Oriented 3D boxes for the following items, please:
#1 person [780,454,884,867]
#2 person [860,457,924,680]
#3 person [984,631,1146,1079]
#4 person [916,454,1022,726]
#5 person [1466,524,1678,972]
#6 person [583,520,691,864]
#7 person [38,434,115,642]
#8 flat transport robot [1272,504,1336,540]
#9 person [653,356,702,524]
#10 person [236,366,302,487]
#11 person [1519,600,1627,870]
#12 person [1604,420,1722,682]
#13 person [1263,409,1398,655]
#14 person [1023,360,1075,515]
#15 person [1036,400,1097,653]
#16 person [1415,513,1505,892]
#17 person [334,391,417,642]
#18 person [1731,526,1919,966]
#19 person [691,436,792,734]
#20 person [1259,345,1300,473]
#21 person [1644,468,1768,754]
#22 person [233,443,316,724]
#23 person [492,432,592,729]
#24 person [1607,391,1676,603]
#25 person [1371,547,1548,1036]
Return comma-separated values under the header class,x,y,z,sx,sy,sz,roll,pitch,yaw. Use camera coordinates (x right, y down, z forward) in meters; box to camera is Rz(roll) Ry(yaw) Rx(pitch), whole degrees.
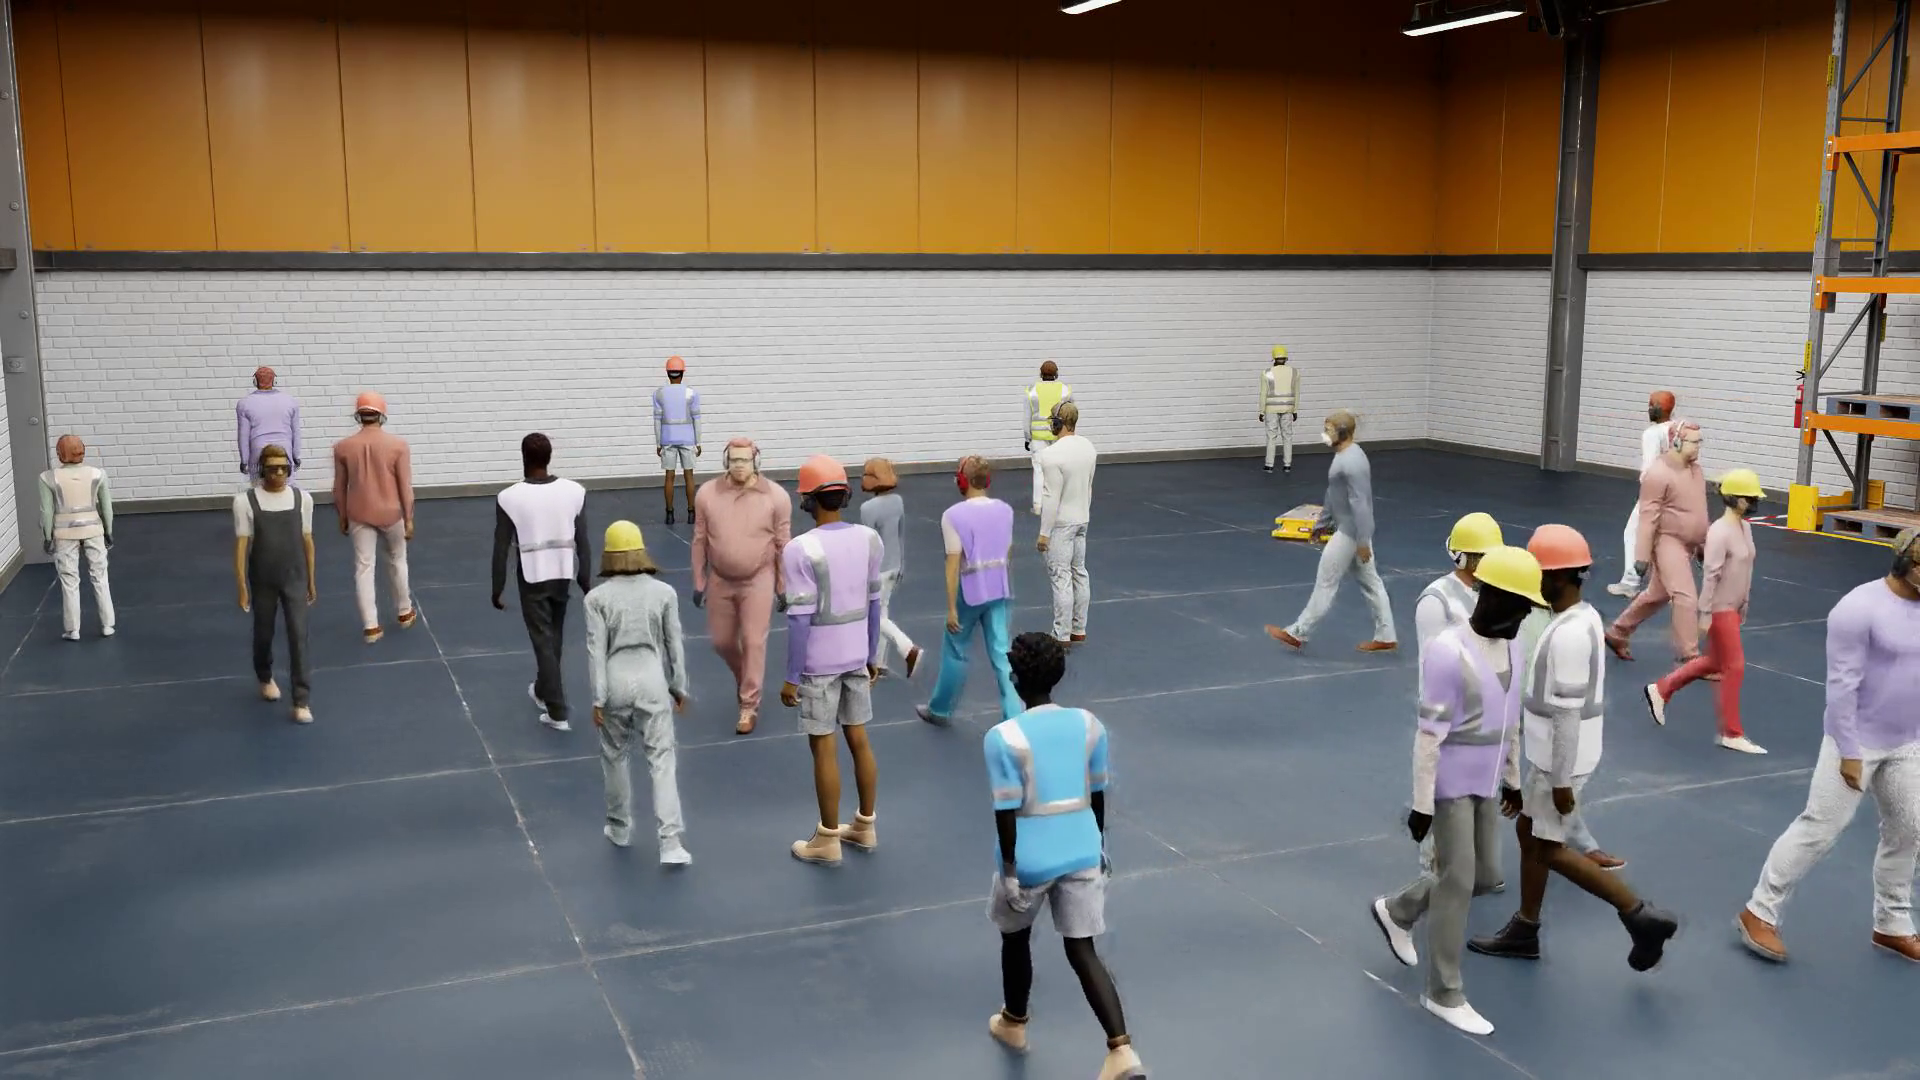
class,x,y,z,sx,sy,sz,roll,pitch,yaw
person,-0.655,0.591,8.259,0.392,2.039,0.612,9,13,43
person,-0.513,0.220,11.805,0.605,1.616,0.503,6,11,31
person,0.381,1.169,5.993,0.534,1.643,0.853,-5,10,-27
person,0.105,0.361,10.429,0.588,1.793,0.991,-7,12,-37
person,2.561,0.883,6.890,0.752,1.913,0.550,4,10,23
person,-1.593,0.764,8.296,0.502,1.694,0.758,-4,10,-22
person,-6.974,-0.017,13.158,0.523,1.638,0.310,-7,12,-38
flat transport robot,3.958,-0.202,18.417,0.652,0.197,1.431,4,10,25
person,-3.231,-1.140,19.061,0.544,1.938,0.355,-1,9,-4
person,-7.316,-0.888,17.633,0.646,1.908,0.408,-7,12,-36
person,2.819,0.830,8.186,0.508,1.586,0.896,-9,13,-42
person,5.155,0.040,12.145,0.639,1.869,0.959,-9,13,-42
person,2.864,-0.051,12.614,1.043,1.874,0.657,2,10,12
person,1.057,-1.214,19.804,0.625,1.844,0.429,0,9,-1
person,0.799,-0.105,12.786,0.372,1.940,0.631,6,11,34
person,2.370,0.777,7.761,0.599,1.832,0.404,-7,12,-38
person,-4.668,-0.214,13.361,0.641,1.956,0.926,-1,9,-6
person,3.799,0.864,7.029,0.842,1.910,0.564,-3,10,-18
person,-1.398,0.256,10.738,0.655,1.888,0.713,1,9,7
person,4.563,-1.875,23.822,0.590,1.837,0.404,-1,9,-7
person,4.661,0.408,10.304,0.756,1.745,0.532,9,13,43
person,-4.513,0.255,10.975,0.515,1.817,0.903,-6,11,-32
person,-2.771,0.243,10.817,0.620,1.885,0.883,-8,12,-38
person,6.098,-0.391,14.742,0.615,1.859,0.744,-6,11,-31
person,1.950,0.941,6.604,0.642,1.893,0.657,-9,13,-43
